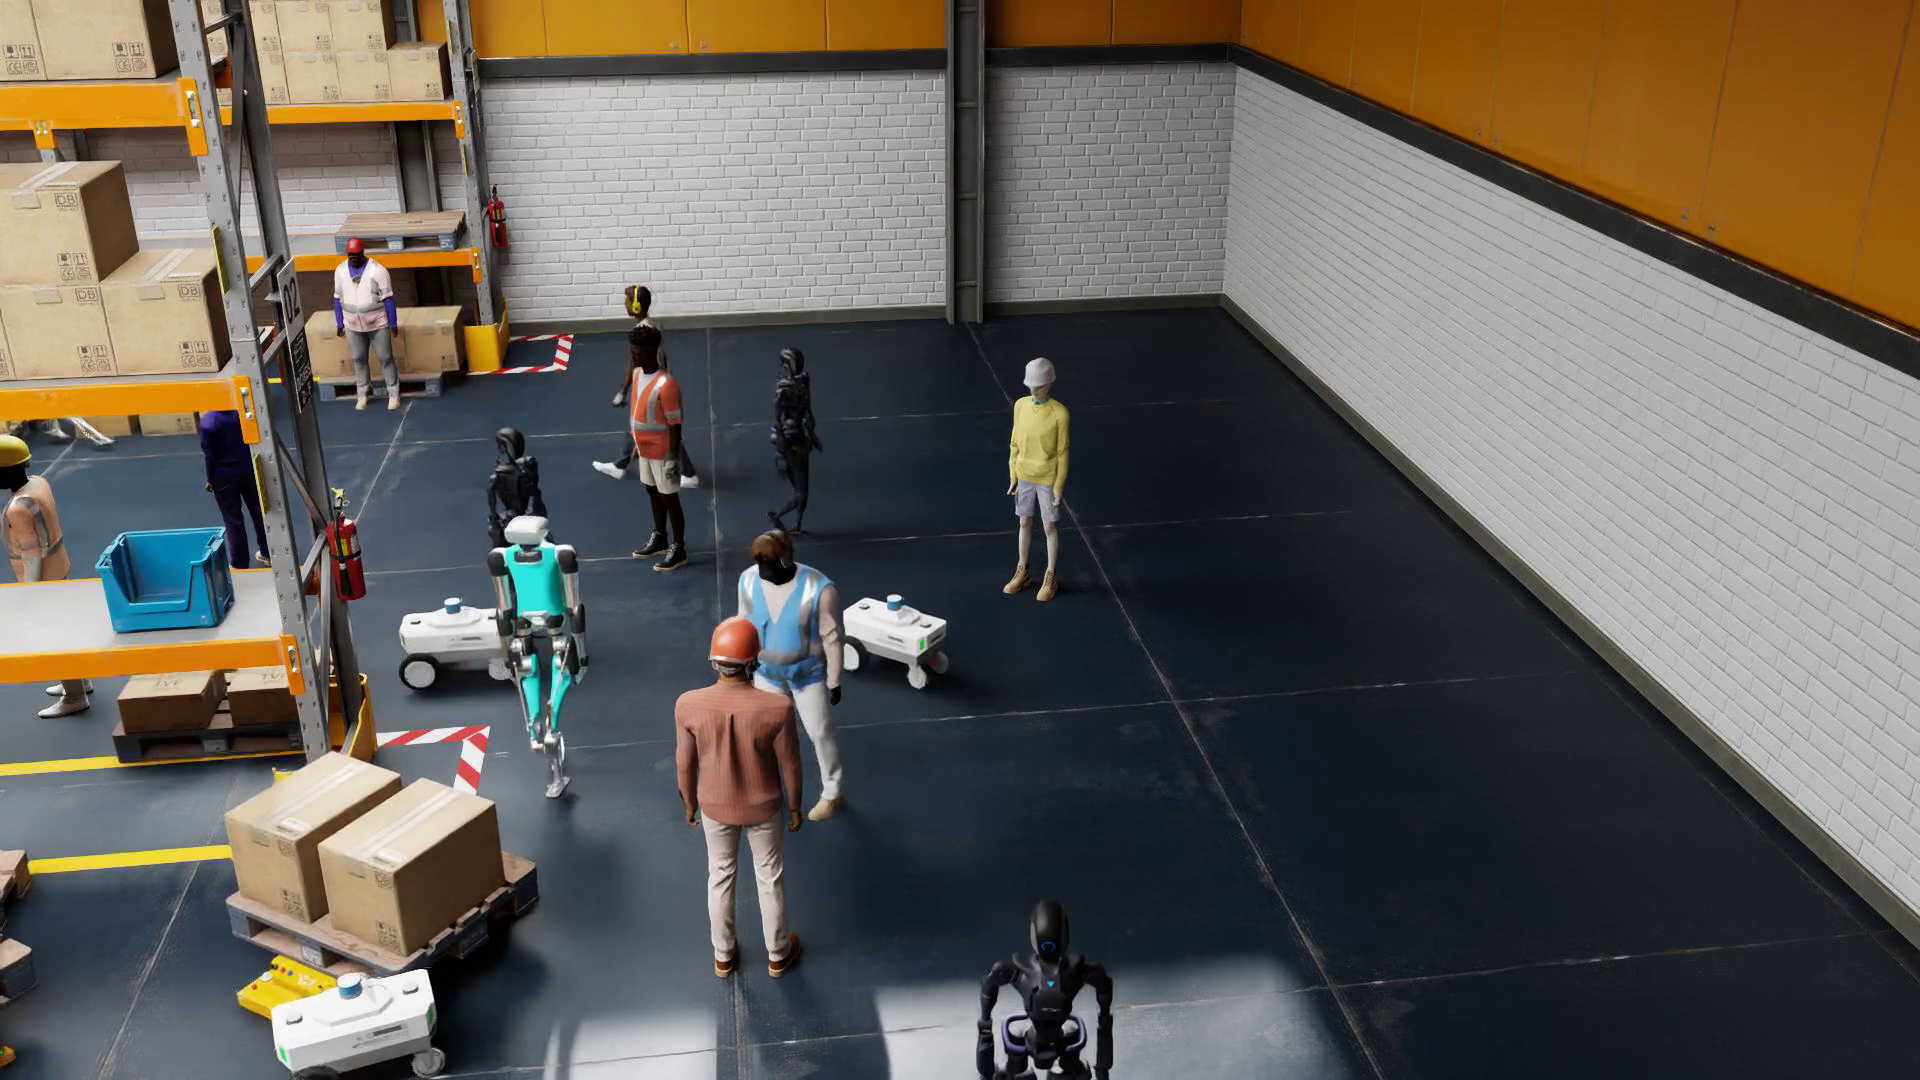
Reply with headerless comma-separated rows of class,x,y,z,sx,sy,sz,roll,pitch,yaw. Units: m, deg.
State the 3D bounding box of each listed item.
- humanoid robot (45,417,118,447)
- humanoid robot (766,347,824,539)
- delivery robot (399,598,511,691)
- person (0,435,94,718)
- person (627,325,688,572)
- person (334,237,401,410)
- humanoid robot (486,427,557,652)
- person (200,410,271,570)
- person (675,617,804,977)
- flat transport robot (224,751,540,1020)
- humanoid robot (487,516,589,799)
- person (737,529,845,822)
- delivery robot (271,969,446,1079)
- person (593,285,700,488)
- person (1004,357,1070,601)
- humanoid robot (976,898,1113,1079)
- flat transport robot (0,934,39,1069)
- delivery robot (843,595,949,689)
humanoid robot,-8.377,-1.635,15.337,1.046,1.757,0.551,7,25,15
humanoid robot,-1.369,-0.789,13.451,0.396,1.646,0.613,10,25,21
delivery robot,-3.489,0.696,11.466,0.794,0.603,0.499,-3,24,-8
person,-5.988,0.230,10.812,0.362,1.927,0.586,-7,25,-16
person,-2.368,-0.723,12.935,0.361,1.964,0.612,-18,29,-35
person,-5.857,-2.132,16.424,0.599,1.745,0.418,0,24,-1
humanoid robot,-3.095,-0.019,11.684,0.324,1.651,0.585,10,25,21
person,-5.618,-0.508,12.864,0.326,1.624,0.450,14,27,28
person,-1.082,1.298,8.296,0.622,1.992,0.383,1,24,2
flat transport robot,-2.978,2.060,8.703,0.659,0.231,1.431,12,26,25
humanoid robot,-2.497,0.763,9.839,0.560,1.758,0.933,1,24,1
person,-0.991,0.768,9.726,0.698,1.822,0.441,7,25,14
delivery robot,-2.838,2.310,7.792,0.807,0.606,0.499,-10,26,-22
person,-2.771,-1.327,14.499,1.012,1.812,0.507,3,24,6
person,0.585,-0.468,12.452,0.472,1.891,0.385,12,26,25
humanoid robot,0.345,2.174,6.711,0.600,1.635,0.656,-1,24,-3
flat transport robot,-5.277,2.383,7.968,1.431,0.231,0.659,13,27,27
delivery robot,-0.469,0.671,11.531,0.809,0.611,0.499,15,28,30
